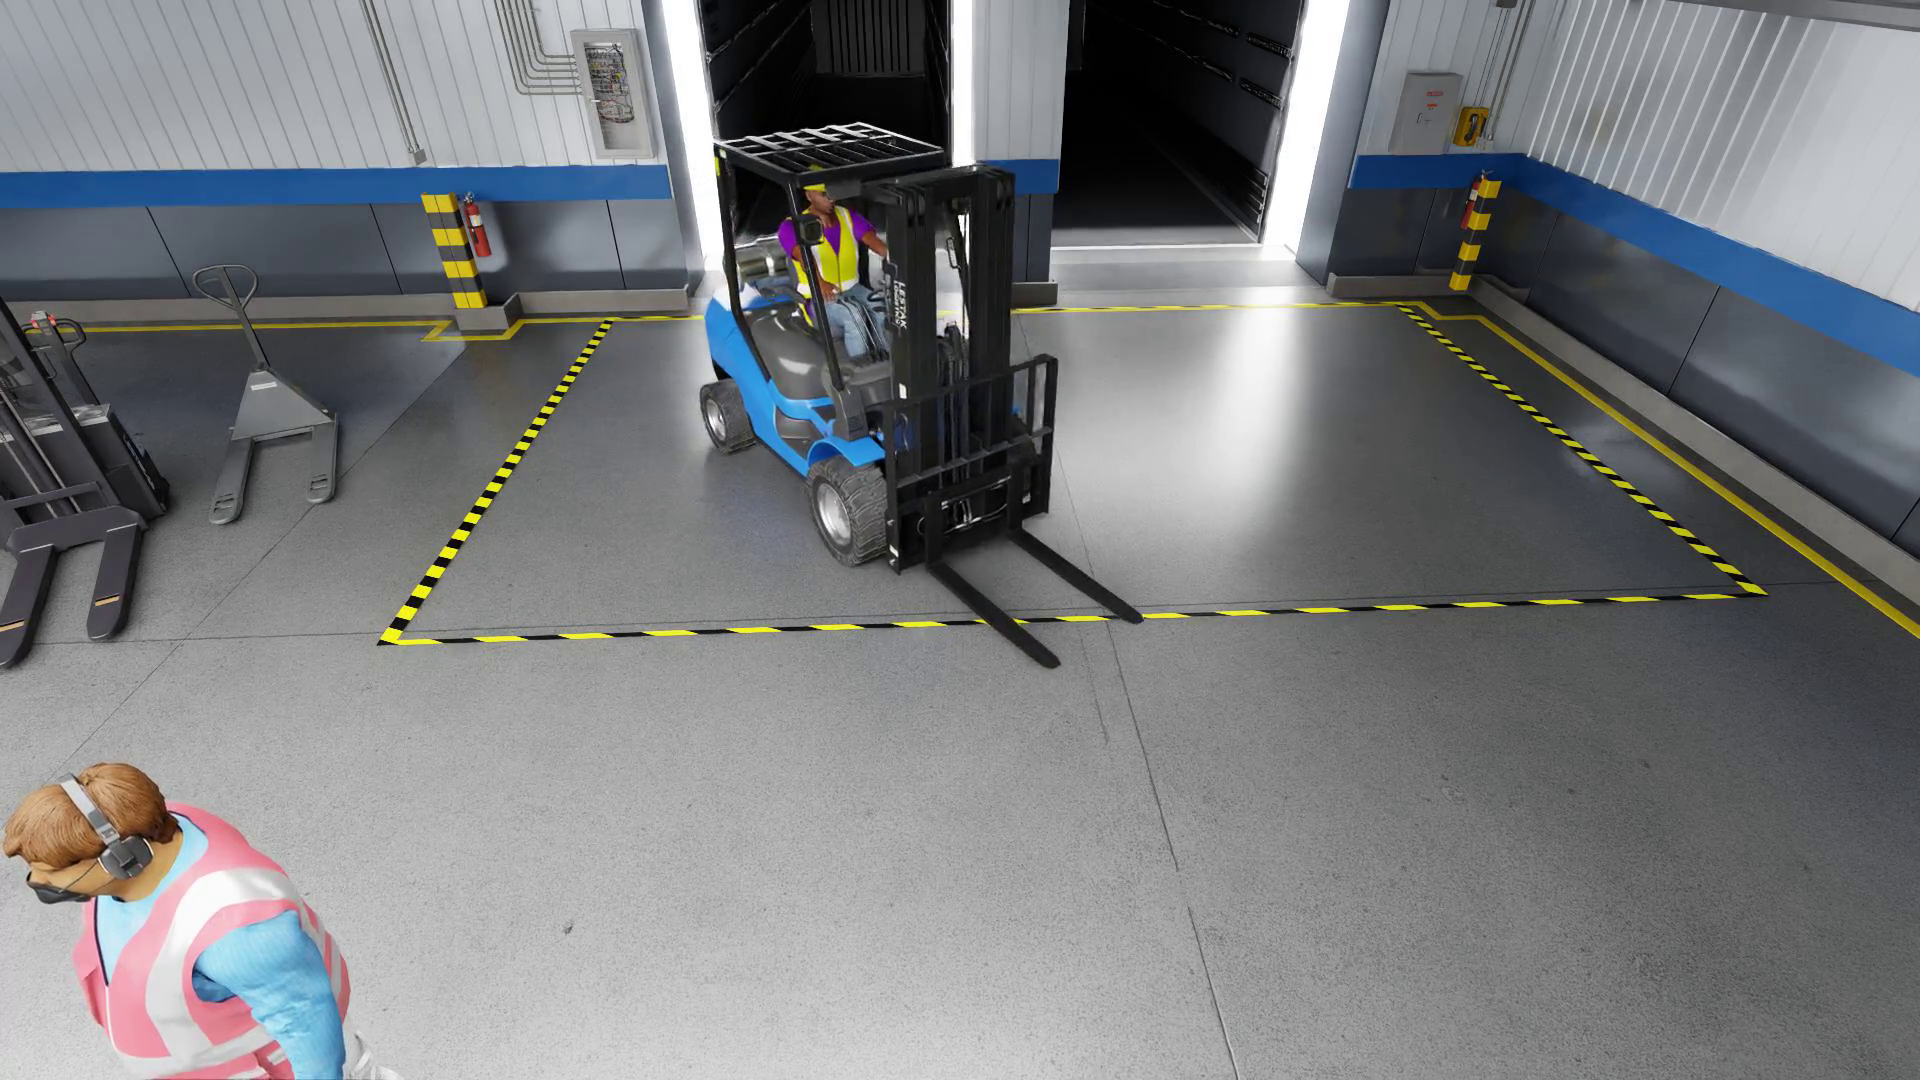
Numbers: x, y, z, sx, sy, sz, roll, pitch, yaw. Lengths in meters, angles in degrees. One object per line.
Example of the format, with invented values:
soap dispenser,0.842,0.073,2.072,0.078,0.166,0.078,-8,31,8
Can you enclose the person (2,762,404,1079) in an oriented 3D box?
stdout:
person,-1.783,1.244,2.338,0.620,1.844,0.429,18,39,24

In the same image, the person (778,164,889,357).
person,-0.655,-1.534,5.555,0.635,1.294,1.002,-22,41,-29

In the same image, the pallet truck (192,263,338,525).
pallet truck,-4.778,-1.027,6.128,0.680,1.201,1.601,-17,38,-23

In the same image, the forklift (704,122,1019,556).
forklift,-0.684,-1.411,5.706,1.157,2.036,2.680,-22,41,-29

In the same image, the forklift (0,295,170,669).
forklift,-5.212,-0.618,4.878,0.823,1.965,1.885,-20,39,-26
